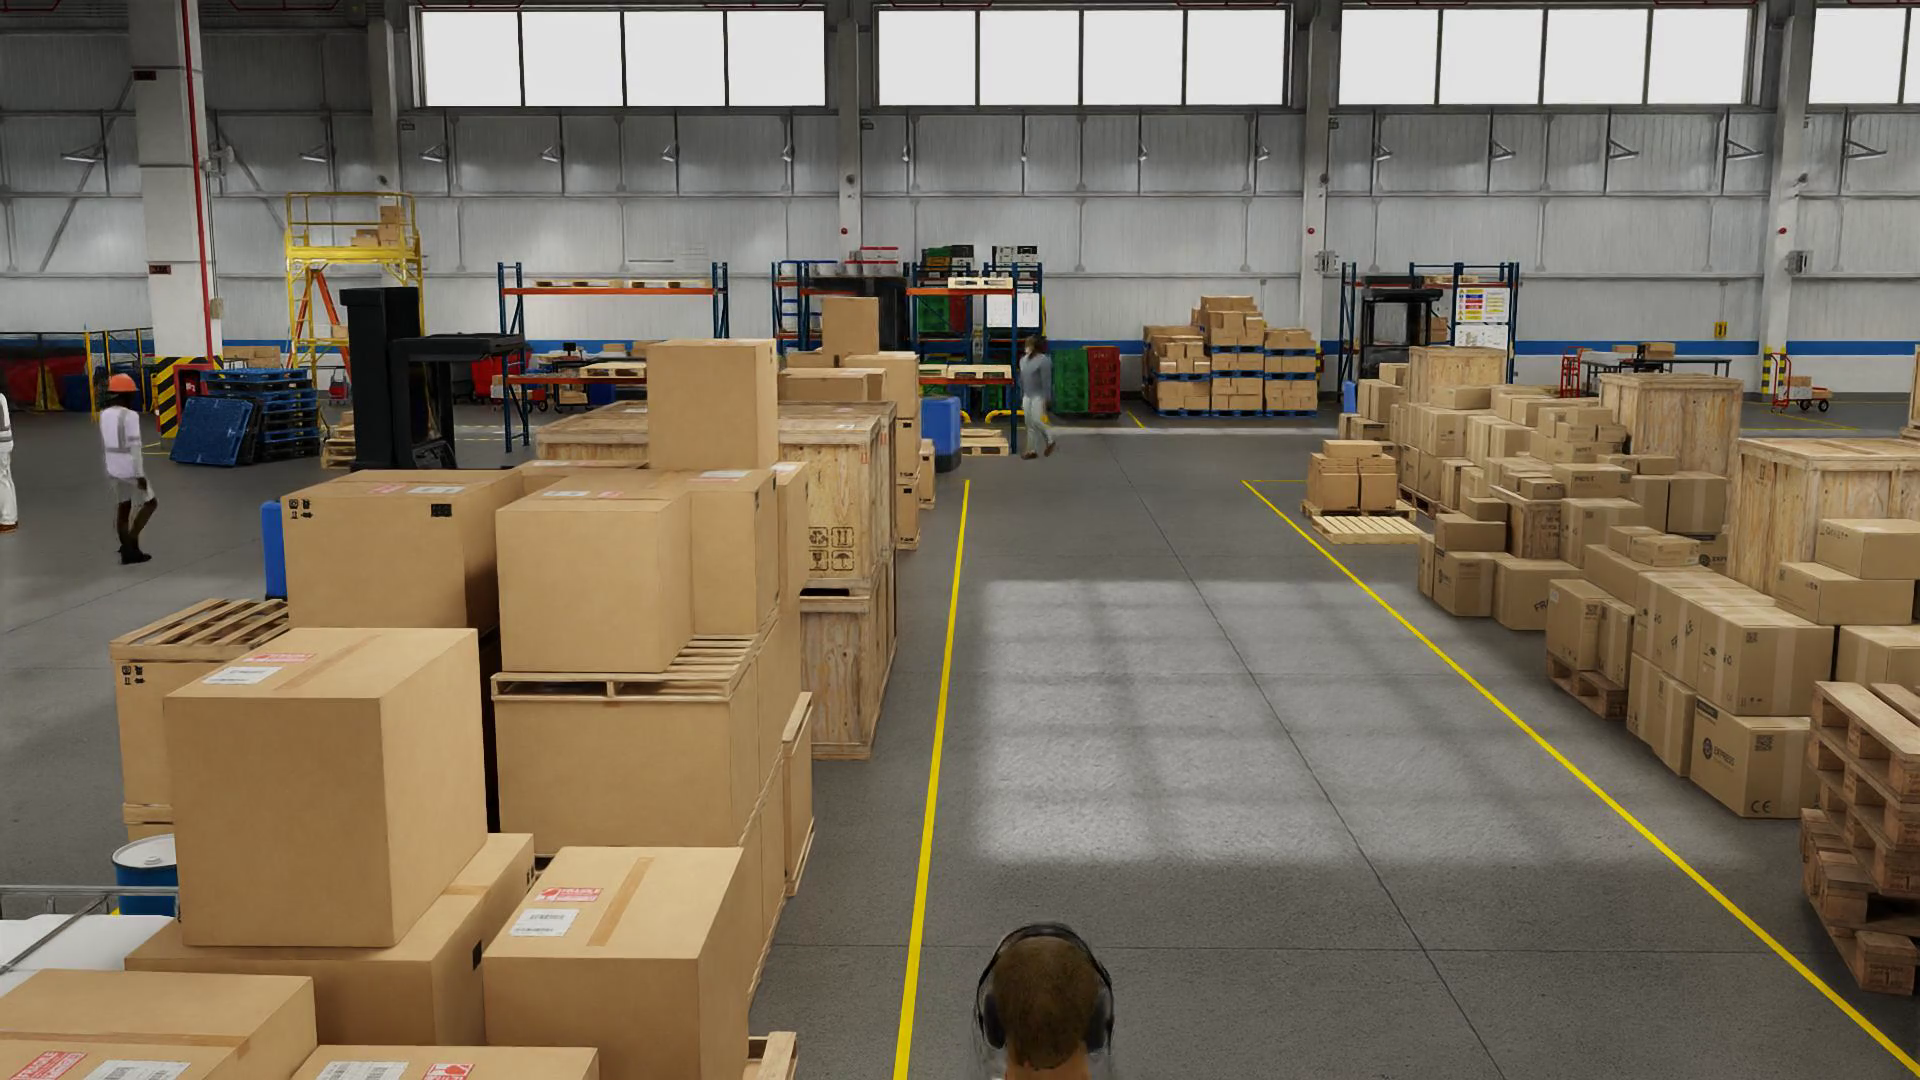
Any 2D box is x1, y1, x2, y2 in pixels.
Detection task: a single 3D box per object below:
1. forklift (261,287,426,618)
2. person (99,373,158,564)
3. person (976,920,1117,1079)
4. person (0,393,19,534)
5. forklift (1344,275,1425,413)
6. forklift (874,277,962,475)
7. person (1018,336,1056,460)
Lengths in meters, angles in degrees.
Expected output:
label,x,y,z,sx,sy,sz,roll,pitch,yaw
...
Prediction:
label,x,y,z,sx,sy,sz,roll,pitch,yaw
forklift,-4.769,-0.711,13.897,1.873,2.768,1.129,0,9,1
person,-8.349,-0.705,16.704,0.567,1.926,0.399,5,11,28
person,0.141,1.615,2.893,0.634,1.910,0.903,3,10,16
person,-10.817,-1.010,18.661,0.338,1.882,0.582,-3,10,-20
forklift,6.827,-2.810,26.466,1.129,2.768,1.873,0,9,1
forklift,-0.966,-2.395,23.983,1.873,2.768,1.129,2,10,9
person,1.165,-2.183,25.569,0.492,1.920,0.649,-8,12,-38
